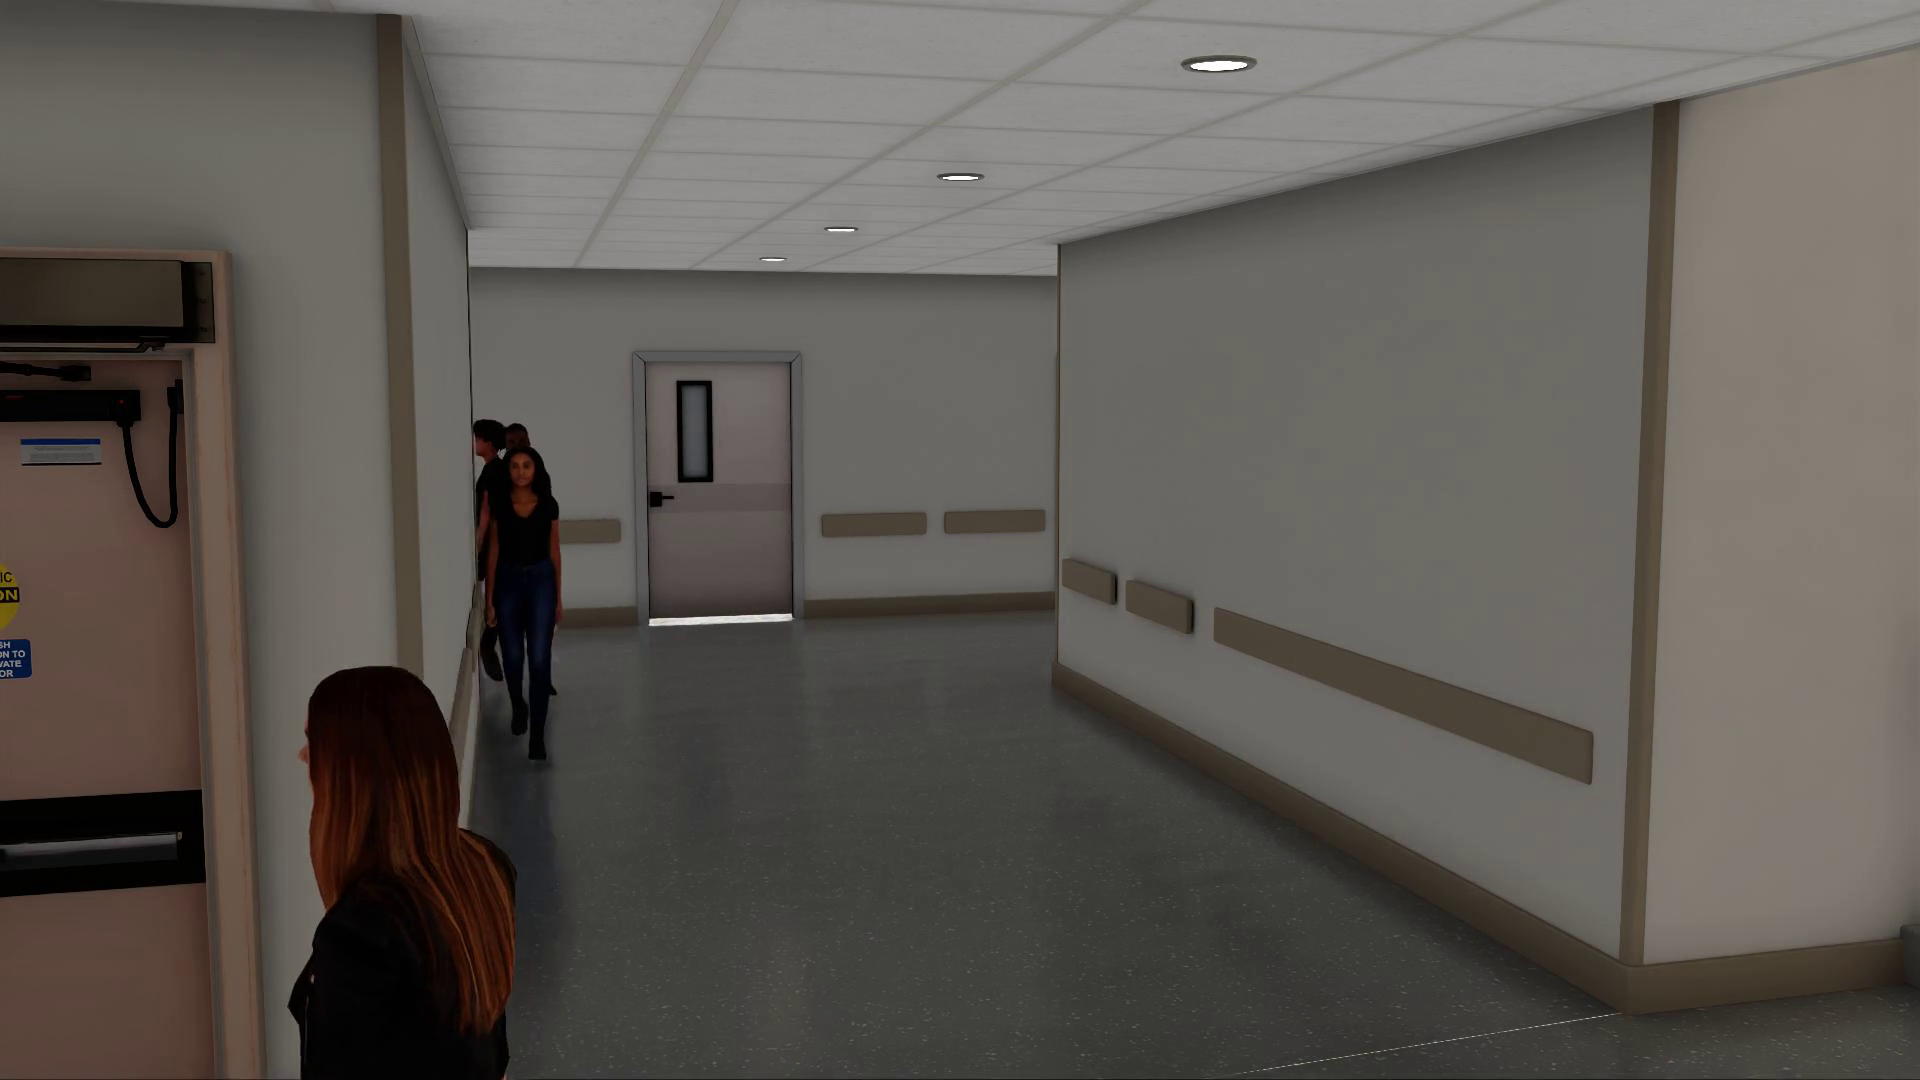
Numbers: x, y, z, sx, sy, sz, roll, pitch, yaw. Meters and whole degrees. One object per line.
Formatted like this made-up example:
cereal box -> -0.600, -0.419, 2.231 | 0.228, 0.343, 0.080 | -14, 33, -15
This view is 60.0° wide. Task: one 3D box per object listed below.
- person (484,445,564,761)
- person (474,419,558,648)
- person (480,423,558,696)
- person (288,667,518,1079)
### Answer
person -> -2.456, 0.345, 9.351 | 1.116, 1.698, 0.663 | -2, 6, -16
person -> -3.512, -0.034, 12.812 | 1.115, 1.758, 0.672 | -2, 6, -19
person -> -2.983, 0.144, 11.027 | 1.262, 1.762, 1.040 | -5, 7, -39
person -> -0.771, 1.028, 2.509 | 0.729, 1.707, 0.738 | 1, 6, 10
